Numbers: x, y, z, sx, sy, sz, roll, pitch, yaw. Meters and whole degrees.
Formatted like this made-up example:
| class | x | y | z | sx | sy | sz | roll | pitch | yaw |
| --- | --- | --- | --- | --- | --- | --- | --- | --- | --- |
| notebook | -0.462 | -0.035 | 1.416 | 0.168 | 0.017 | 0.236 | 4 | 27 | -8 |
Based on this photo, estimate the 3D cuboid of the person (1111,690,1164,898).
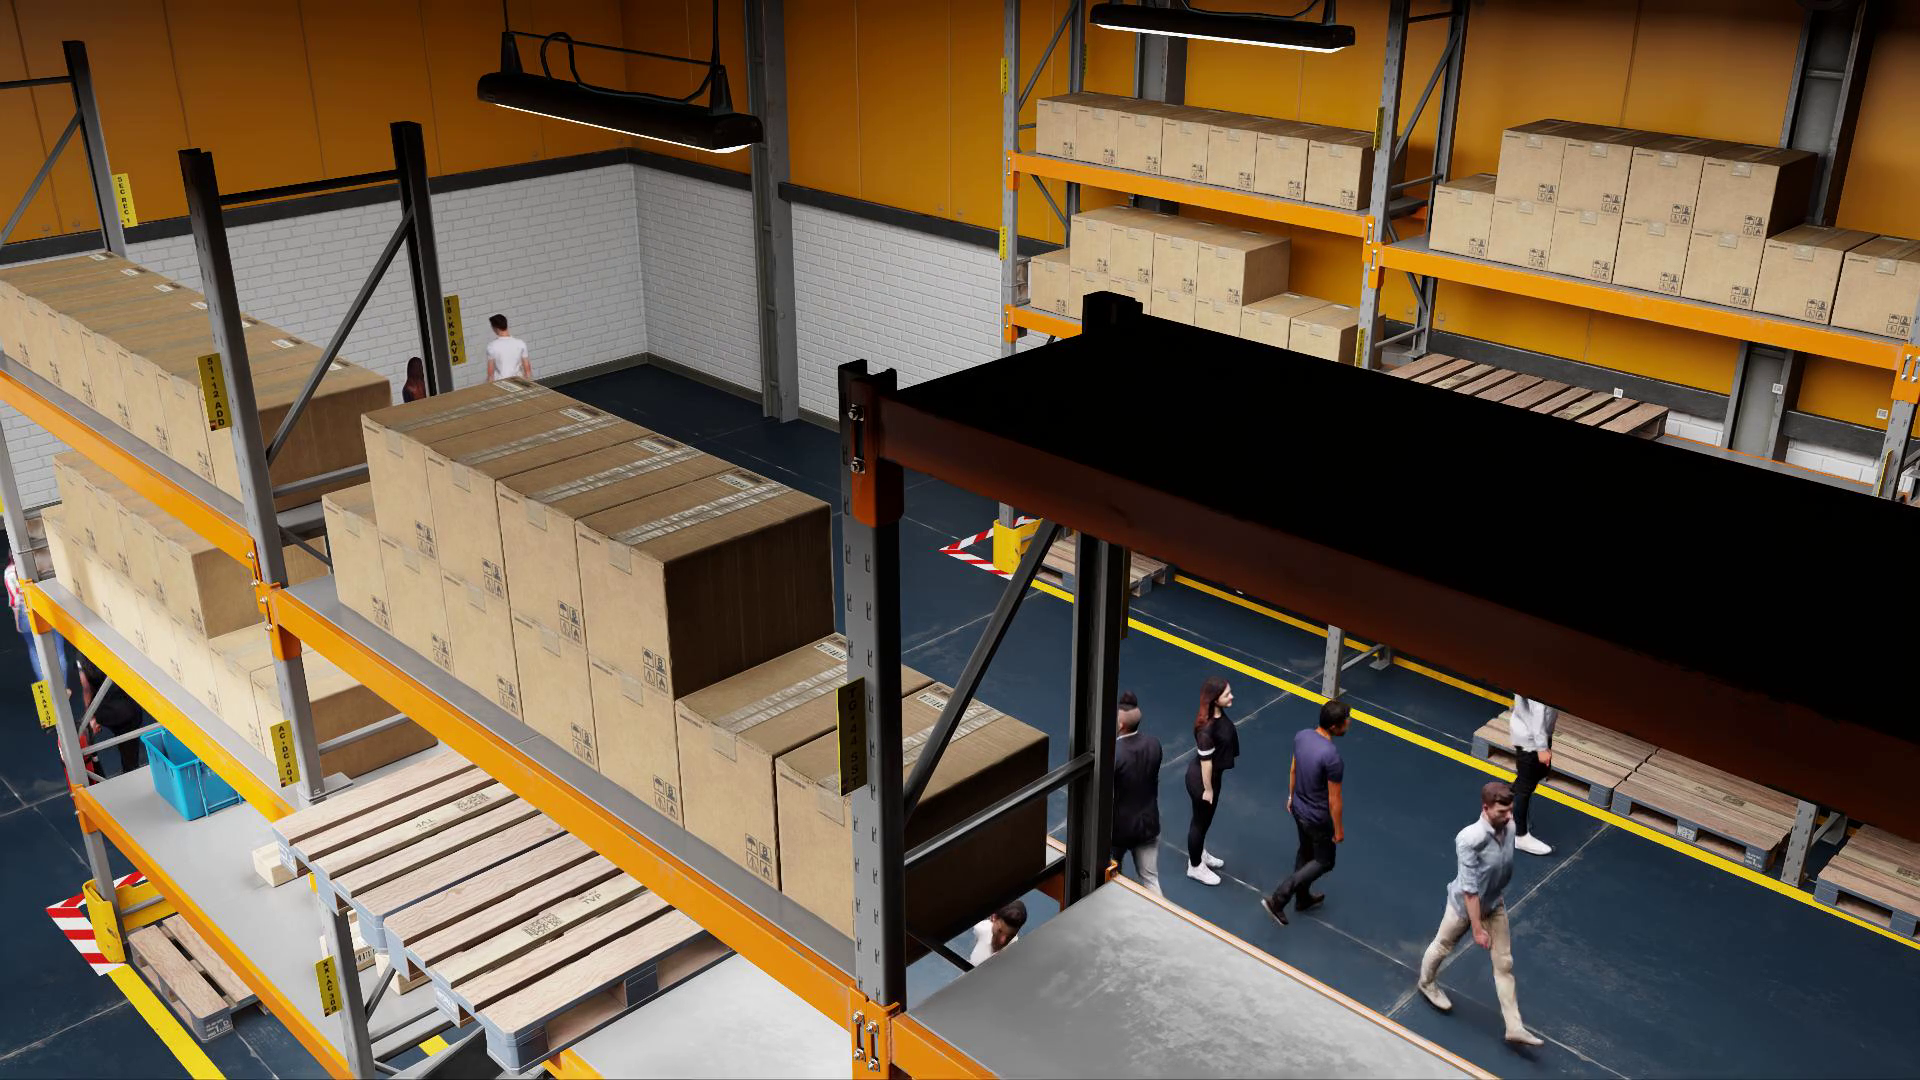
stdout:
| class | x | y | z | sx | sy | sz | roll | pitch | yaw |
| --- | --- | --- | --- | --- | --- | --- | --- | --- | --- |
| person | 1.214 | 1.953 | 11.199 | 0.964 | 1.909 | 1.303 | -13 | 27 | -26 |

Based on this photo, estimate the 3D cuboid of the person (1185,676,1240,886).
| class | x | y | z | sx | sy | sz | roll | pitch | yaw |
| --- | --- | --- | --- | --- | --- | --- | --- | --- | --- |
| person | 1.799 | 1.716 | 12.079 | 0.731 | 1.639 | 0.706 | 7 | 25 | 15 |

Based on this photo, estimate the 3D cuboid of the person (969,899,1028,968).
| class | x | y | z | sx | sy | sz | roll | pitch | yaw |
| --- | --- | --- | --- | --- | --- | --- | --- | --- | --- |
| person | 0.198 | 2.724 | 9.532 | 0.967 | 1.832 | 0.589 | -9 | 25 | -19 |

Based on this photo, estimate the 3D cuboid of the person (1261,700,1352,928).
| class | x | y | z | sx | sy | sz | roll | pitch | yaw |
| --- | --- | --- | --- | --- | --- | --- | --- | --- | --- |
| person | 2.383 | 1.911 | 11.480 | 0.922 | 1.762 | 0.935 | -11 | 26 | -24 |

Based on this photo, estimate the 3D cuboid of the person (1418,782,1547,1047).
| class | x | y | z | sx | sy | sz | roll | pitch | yaw |
| --- | --- | --- | --- | --- | --- | --- | --- | --- | --- |
| person | 3.195 | 2.289 | 10.570 | 0.866 | 1.799 | 1.247 | -13 | 27 | -28 |

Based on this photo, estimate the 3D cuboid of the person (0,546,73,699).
| class | x | y | z | sx | sy | sz | roll | pitch | yaw |
| --- | --- | --- | --- | --- | --- | --- | --- | --- | --- |
| person | -7.978 | 0.708 | 14.427 | 0.701 | 1.606 | 0.712 | -8 | 25 | -18 |

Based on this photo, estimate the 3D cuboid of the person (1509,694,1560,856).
| class | x | y | z | sx | sy | sz | roll | pitch | yaw |
| --- | --- | --- | --- | --- | --- | --- | --- | --- | --- |
| person | 4.210 | 1.421 | 12.400 | 0.831 | 1.922 | 0.810 | 11 | 26 | 24 |

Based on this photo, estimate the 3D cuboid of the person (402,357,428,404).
| class | x | y | z | sx | sy | sz | roll | pitch | yaw |
| --- | --- | --- | --- | --- | --- | --- | --- | --- | --- |
| person | -6.152 | -1.334 | 19.095 | 0.529 | 1.608 | 0.589 | 21 | 31 | 40 |

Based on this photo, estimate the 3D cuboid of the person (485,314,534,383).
| class | x | y | z | sx | sy | sz | roll | pitch | yaw |
| --- | --- | --- | --- | --- | --- | --- | --- | --- | --- |
| person | -5.338 | -1.752 | 19.770 | 0.840 | 1.833 | 0.991 | -11 | 26 | -24 |
